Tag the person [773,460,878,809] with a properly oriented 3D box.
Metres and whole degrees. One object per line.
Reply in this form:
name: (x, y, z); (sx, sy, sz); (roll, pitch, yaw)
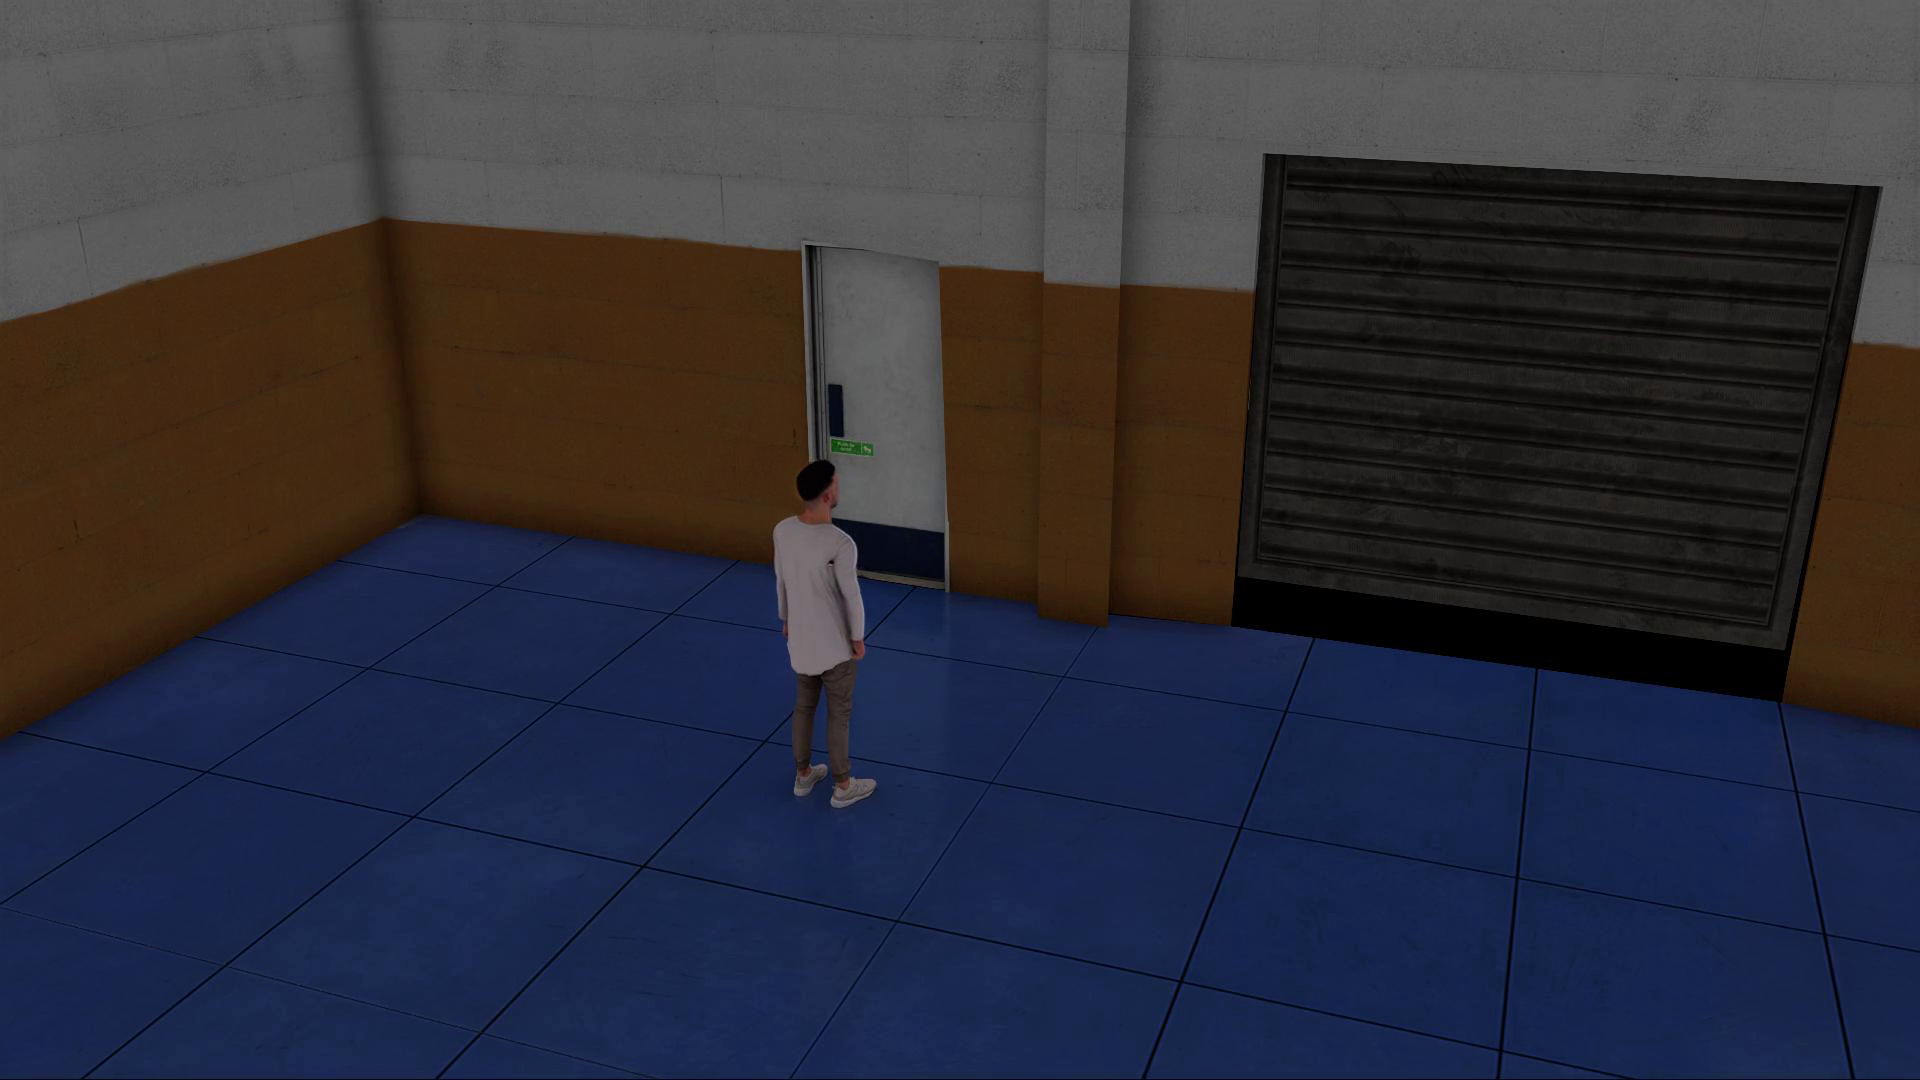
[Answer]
person: (-0.700, 0.466, 8.395); (0.572, 1.839, 0.780); (14, 26, 31)
